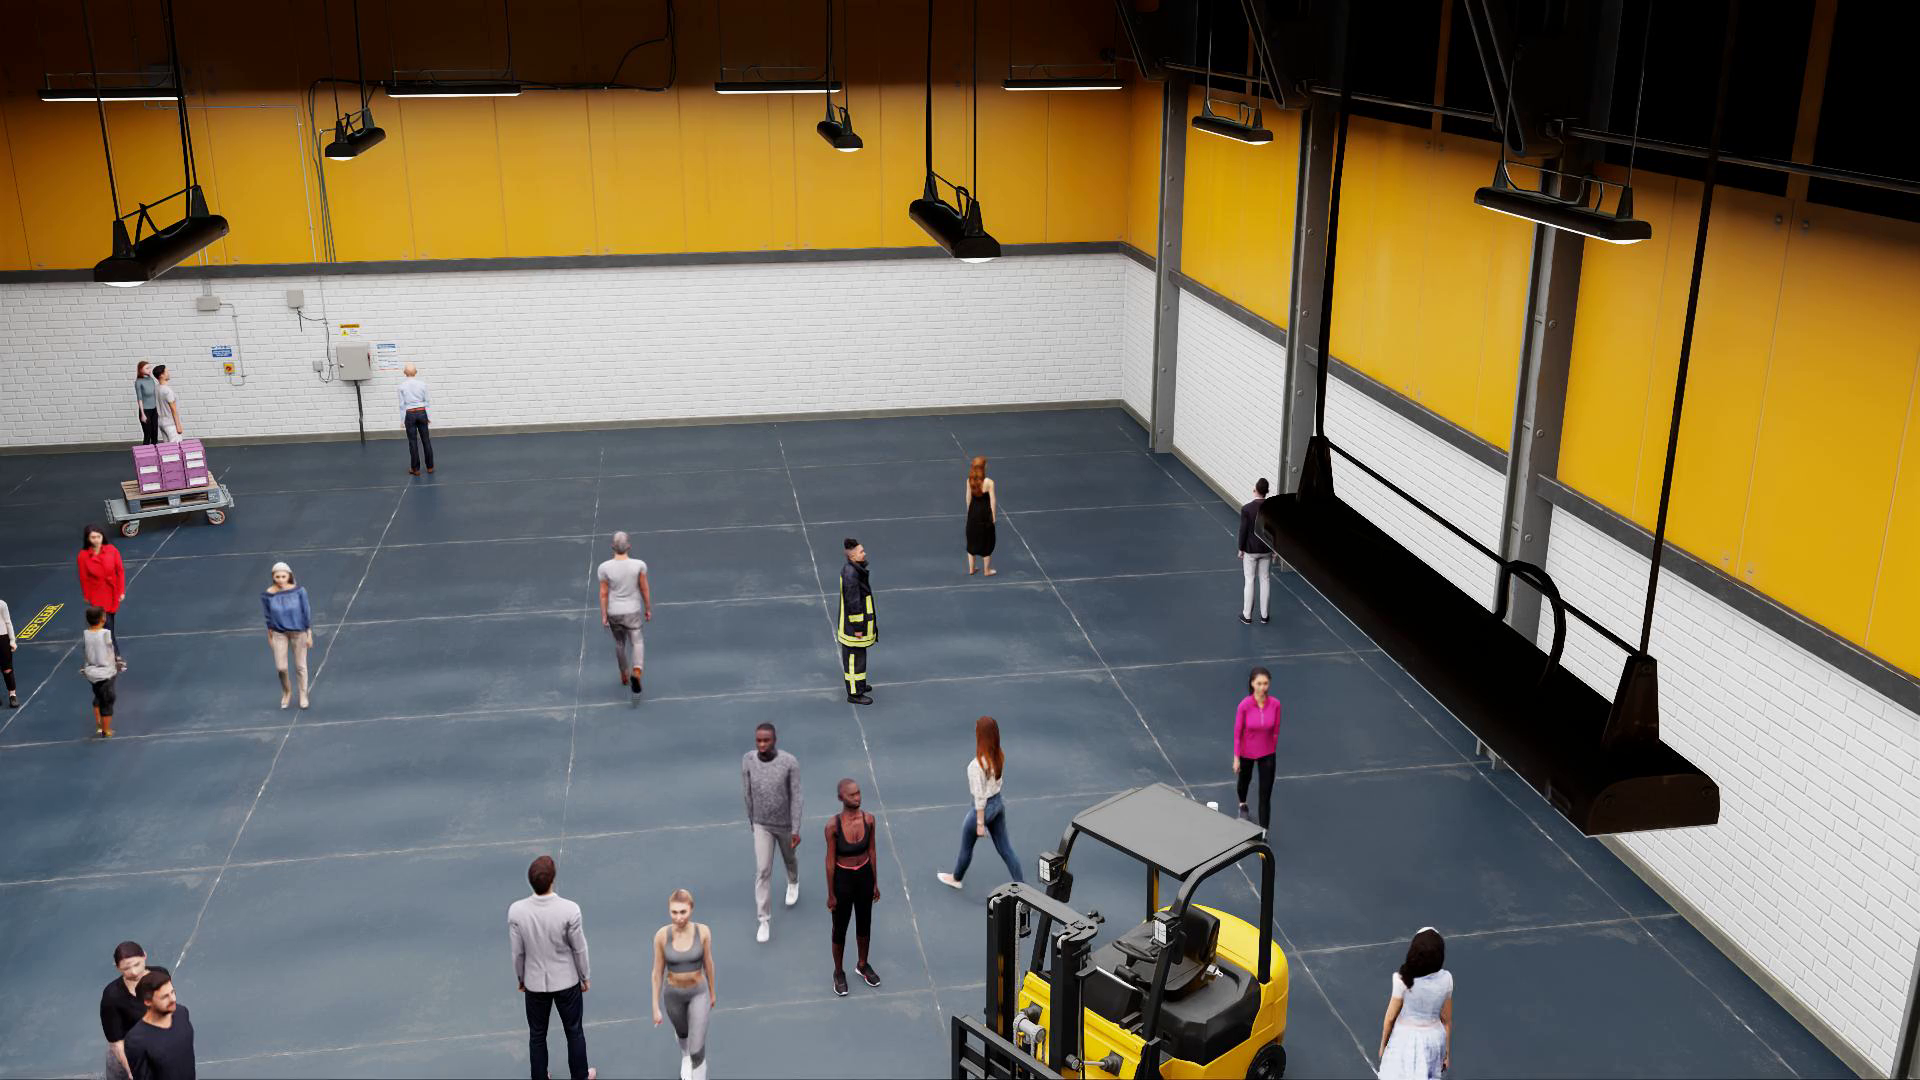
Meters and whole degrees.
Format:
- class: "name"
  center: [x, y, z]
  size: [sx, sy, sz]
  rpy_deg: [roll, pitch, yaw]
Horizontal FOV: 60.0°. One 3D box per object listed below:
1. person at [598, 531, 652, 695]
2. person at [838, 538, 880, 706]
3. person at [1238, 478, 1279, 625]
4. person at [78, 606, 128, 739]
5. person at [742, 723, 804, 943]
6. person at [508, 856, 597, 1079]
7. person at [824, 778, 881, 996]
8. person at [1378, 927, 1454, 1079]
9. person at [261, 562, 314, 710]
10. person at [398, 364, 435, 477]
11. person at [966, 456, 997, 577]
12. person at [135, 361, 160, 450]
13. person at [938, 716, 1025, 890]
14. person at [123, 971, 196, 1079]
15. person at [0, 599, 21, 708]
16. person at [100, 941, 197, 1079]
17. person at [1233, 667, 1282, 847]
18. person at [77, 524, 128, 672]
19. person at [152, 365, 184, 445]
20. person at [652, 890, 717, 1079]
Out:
- class: "person"
  center: [-3.677, 0.830, 18.280]
  size: [0.712, 1.808, 1.075]
  rpy_deg: [-4, 19, -12]
- class: "person"
  center: [-1.140, 0.847, 18.147]
  size: [0.844, 1.860, 0.667]
  rpy_deg: [-1, 19, -2]
- class: "person"
  center: [3.644, 0.127, 20.309]
  size: [0.677, 1.844, 0.592]
  rpy_deg: [-1, 19, -3]
- class: "person"
  center: [-8.961, 1.357, 17.285]
  size: [0.605, 1.443, 0.659]
  rpy_deg: [-1, 19, -3]
- class: "person"
  center: [-1.502, 2.329, 13.850]
  size: [0.865, 1.793, 1.266]
  rpy_deg: [1, 19, 4]
- class: "person"
  center: [-2.853, 3.052, 11.610]
  size: [0.701, 1.852, 0.613]
  rpy_deg: [-1, 19, -2]
- class: "person"
  center: [-0.843, 2.659, 12.931]
  size: [0.645, 1.754, 0.621]
  rpy_deg: [-9, 21, -25]
- class: "person"
  center: [2.967, 3.386, 10.715]
  size: [0.706, 1.791, 1.151]
  rpy_deg: [-2, 19, -5]
- class: "person"
  center: [-7.233, 1.002, 17.962]
  size: [0.665, 1.683, 0.638]
  rpy_deg: [-7, 20, -21]
- class: "person"
  center: [-8.671, -1.931, 26.502]
  size: [0.710, 1.791, 0.680]
  rpy_deg: [-10, 21, -27]
- class: "person"
  center: [0.264, -0.324, 21.992]
  size: [0.673, 1.624, 0.722]
  rpy_deg: [10, 21, 26]
- class: "person"
  center: [-13.129, -2.045, 26.923]
  size: [0.708, 1.740, 0.592]
  rpy_deg: [5, 19, 14]
- class: "person"
  center: [0.308, 2.325, 14.035]
  size: [1.169, 1.683, 1.100]
  rpy_deg: [13, 22, 33]
- class: "person"
  center: [-4.974, 3.497, 10.313]
  size: [1.097, 1.837, 1.143]
  rpy_deg: [8, 20, 24]
- class: "person"
  center: [-10.425, 1.107, 17.964]
  size: [0.599, 1.484, 0.558]
  rpy_deg: [-9, 21, -25]
- class: "person"
  center: [-5.384, 3.390, 10.865]
  size: [1.208, 1.689, 1.130]
  rpy_deg: [12, 22, 32]
- class: "person"
  center: [2.682, 1.937, 15.237]
  size: [0.694, 1.651, 1.166]
  rpy_deg: [-1, 19, -2]
- class: "person"
  center: [-9.823, 0.627, 19.058]
  size: [1.008, 1.695, 1.226]
  rpy_deg: [-15, 24, -38]
- class: "person"
  center: [-12.431, -1.840, 26.134]
  size: [0.738, 1.855, 0.822]
  rpy_deg: [15, 24, 38]
- class: "person"
  center: [-1.914, 3.162, 11.602]
  size: [0.609, 1.650, 1.128]
  rpy_deg: [-2, 19, -6]
